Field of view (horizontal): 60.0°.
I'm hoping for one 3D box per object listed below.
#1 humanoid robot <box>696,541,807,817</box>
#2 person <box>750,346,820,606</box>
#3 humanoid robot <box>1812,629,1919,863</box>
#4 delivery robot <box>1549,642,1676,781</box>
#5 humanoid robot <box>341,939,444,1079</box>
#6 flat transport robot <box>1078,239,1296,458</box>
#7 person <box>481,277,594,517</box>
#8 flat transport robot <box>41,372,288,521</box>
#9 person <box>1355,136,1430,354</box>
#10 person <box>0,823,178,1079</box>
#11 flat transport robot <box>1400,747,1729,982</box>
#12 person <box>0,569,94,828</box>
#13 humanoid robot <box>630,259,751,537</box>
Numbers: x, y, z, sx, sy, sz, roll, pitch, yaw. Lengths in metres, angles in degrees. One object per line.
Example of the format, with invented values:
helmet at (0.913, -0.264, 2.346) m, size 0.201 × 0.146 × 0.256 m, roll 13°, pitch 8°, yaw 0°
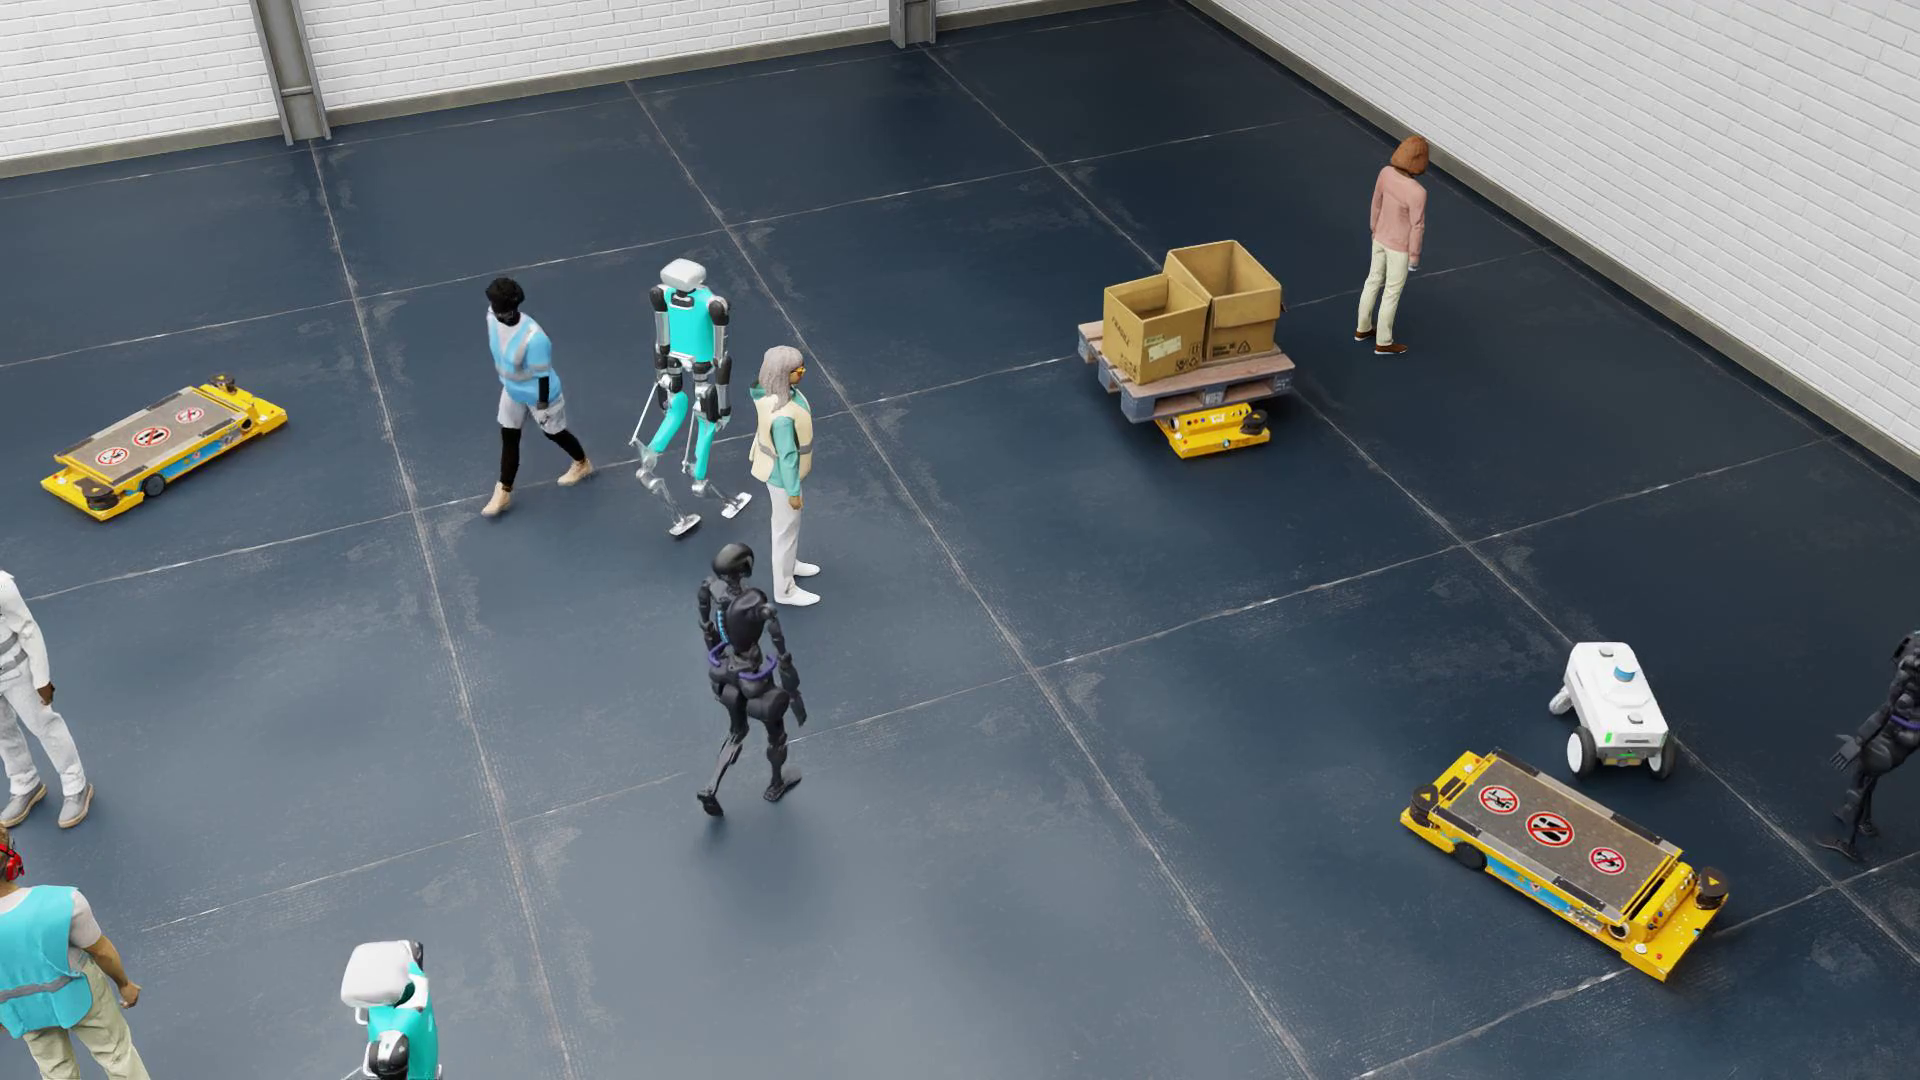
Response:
humanoid robot at (-1.080, 0.718, 8.191) m, size 0.599 × 1.637 × 0.585 m, roll 23°, pitch 43°, yaw 27°
person at (-1.014, -0.370, 9.579) m, size 0.374 × 1.700 × 0.457 m, roll -6°, pitch 38°, yaw -7°
humanoid robot at (4.470, 0.890, 7.959) m, size 0.587 × 1.657 × 0.333 m, roll -24°, pitch 44°, yaw -28°
delivery robot at (3.477, 0.921, 8.855) m, size 0.521 × 0.613 × 0.785 m, roll 1°, pitch 38°, yaw 1°
humanoid robot at (-2.232, 2.185, 6.266) m, size 0.756 × 1.840 × 0.550 m, roll -5°, pitch 38°, yaw -6°
flat transport robot at (1.568, -1.078, 11.676) m, size 0.659 × 0.231 × 1.431 m, roll -12°, pitch 39°, yaw -15°
person at (-2.709, -0.928, 10.355) m, size 0.574 × 1.641 × 0.826 m, roll 25°, pitch 44°, yaw 29°
flat transport robot at (-5.306, -0.644, 11.111) m, size 0.659 × 0.231 × 1.431 m, roll 22°, pitch 43°, yaw 26°
person at (3.114, -2.111, 11.899) m, size 0.270 × 1.631 × 0.506 m, roll -16°, pitch 41°, yaw -20°
person at (-3.590, 1.826, 6.602) m, size 0.564 × 1.846 × 0.391 m, roll -10°, pitch 39°, yaw -12°
flat transport robot at (2.986, 1.550, 8.256) m, size 1.431 × 0.231 × 0.659 m, roll 31°, pitch 47°, yaw 34°
person at (-4.706, 0.653, 8.100) m, size 0.573 × 1.881 × 0.356 m, roll 3°, pitch 38°, yaw 4°
humanoid robot at (-1.717, -0.753, 10.063) m, size 0.545 × 1.767 × 0.832 m, roll 16°, pitch 40°, yaw 20°
